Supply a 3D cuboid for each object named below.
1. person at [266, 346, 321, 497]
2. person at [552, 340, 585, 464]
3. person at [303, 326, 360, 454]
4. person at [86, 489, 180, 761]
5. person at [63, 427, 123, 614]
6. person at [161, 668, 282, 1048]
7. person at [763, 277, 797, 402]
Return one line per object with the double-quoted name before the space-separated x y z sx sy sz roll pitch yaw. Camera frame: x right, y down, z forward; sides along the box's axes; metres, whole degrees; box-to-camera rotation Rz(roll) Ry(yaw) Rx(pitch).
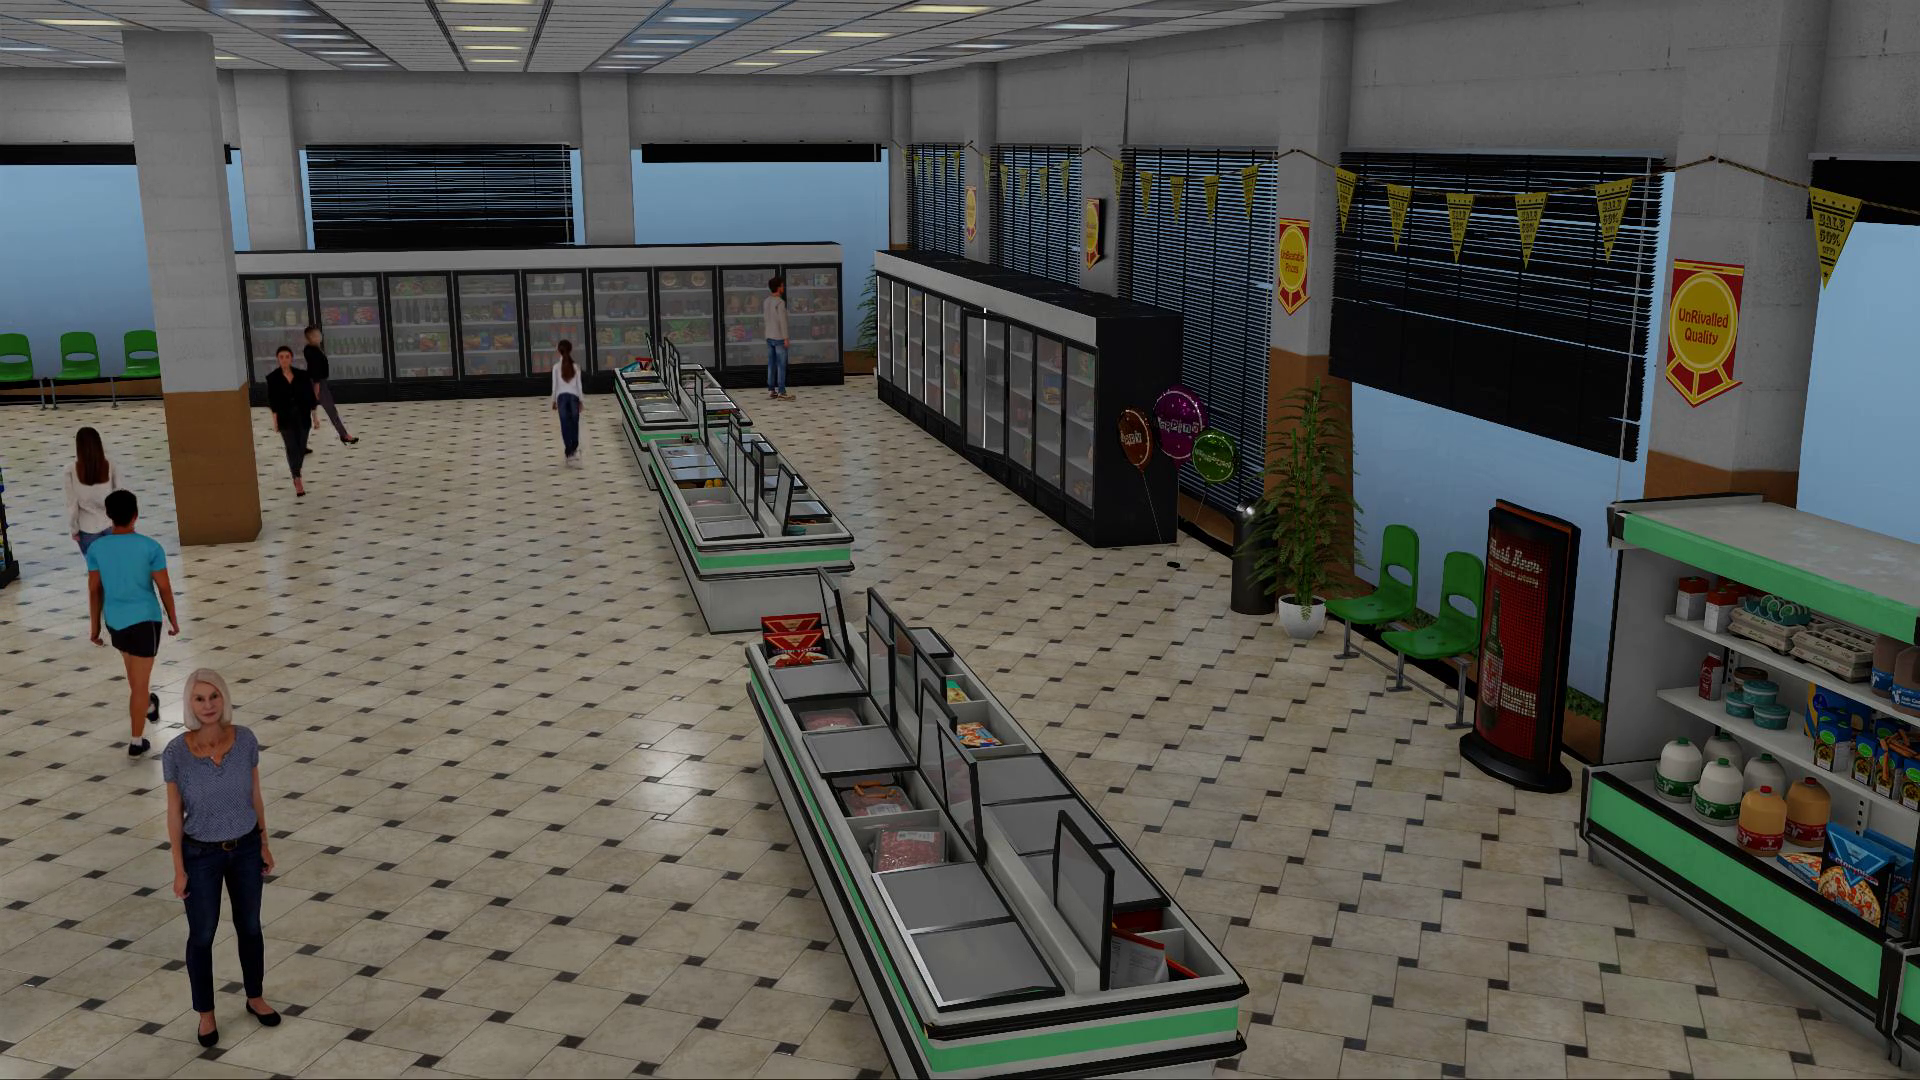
"person" -7.637 -1.363 19.064 0.849 1.670 1.177 -7 16 -28
"person" -4.900 -1.701 20.781 0.577 1.518 1.074 -5 14 -18
"person" -8.361 -1.891 21.324 1.050 1.633 0.990 13 19 42
"person" -5.432 0.587 10.888 0.710 1.736 1.118 -2 14 -10
"person" -7.111 -0.065 13.778 0.878 1.640 1.200 -9 16 -32
"person" -3.353 1.408 7.532 0.655 1.722 0.642 -11 17 -37
"person" -2.854 -3.137 25.883 0.811 1.905 0.683 -11 18 -39
